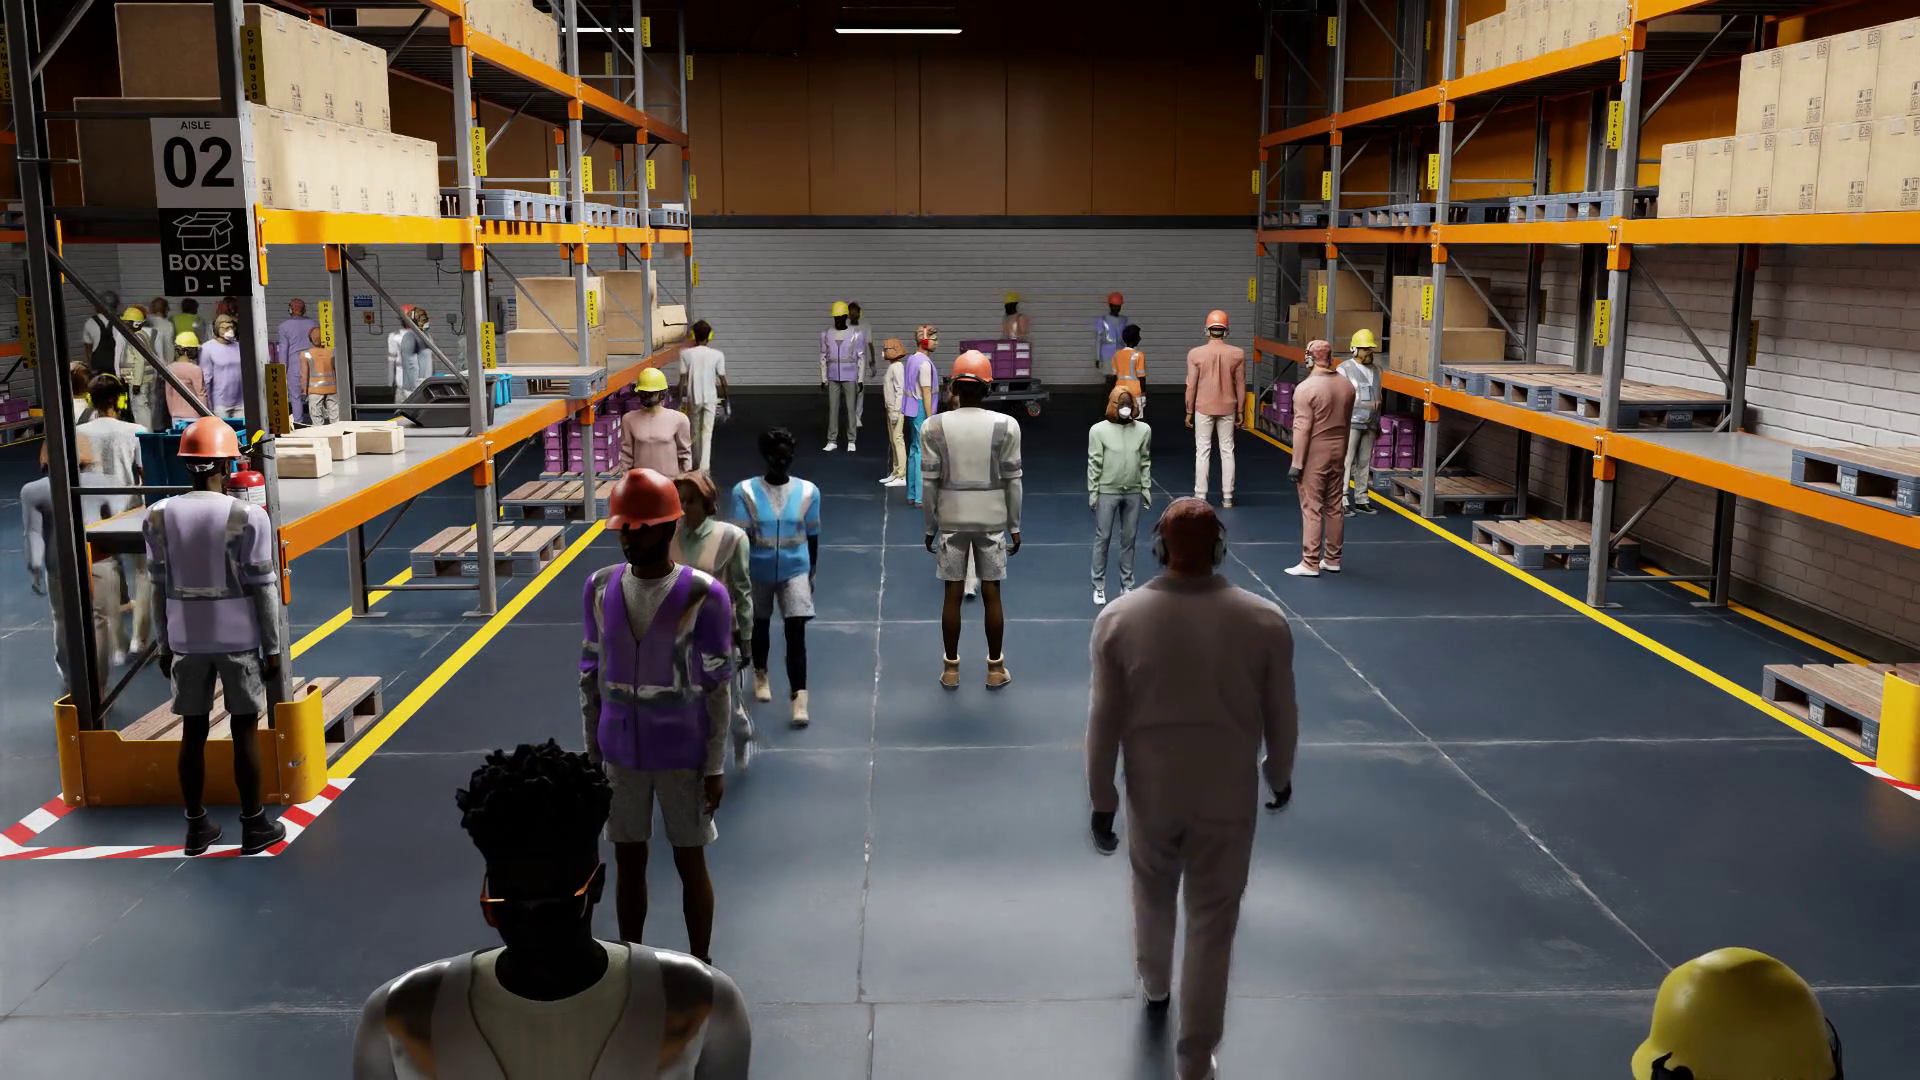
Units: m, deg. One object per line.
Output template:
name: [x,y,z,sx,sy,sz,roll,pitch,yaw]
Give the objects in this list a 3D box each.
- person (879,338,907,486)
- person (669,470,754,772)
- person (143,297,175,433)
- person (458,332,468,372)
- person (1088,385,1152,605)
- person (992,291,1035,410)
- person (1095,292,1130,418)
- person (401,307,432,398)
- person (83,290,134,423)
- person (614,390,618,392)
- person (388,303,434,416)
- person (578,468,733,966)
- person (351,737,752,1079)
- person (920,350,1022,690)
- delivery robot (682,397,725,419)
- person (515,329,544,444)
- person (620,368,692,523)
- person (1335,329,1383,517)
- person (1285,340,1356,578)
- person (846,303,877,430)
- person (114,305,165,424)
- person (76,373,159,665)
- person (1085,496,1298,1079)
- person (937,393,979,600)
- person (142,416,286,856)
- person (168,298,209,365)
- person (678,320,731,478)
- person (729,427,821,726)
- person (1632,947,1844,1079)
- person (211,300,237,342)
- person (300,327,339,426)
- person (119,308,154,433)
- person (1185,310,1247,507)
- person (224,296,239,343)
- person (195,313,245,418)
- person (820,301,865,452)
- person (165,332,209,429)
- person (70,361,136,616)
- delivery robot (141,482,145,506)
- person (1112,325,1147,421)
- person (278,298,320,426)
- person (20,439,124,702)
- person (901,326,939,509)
person: [-0.733,-1.408,18.331,0.279,1.631,0.506,-2,10,-11]
person: [-1.209,0.457,7.949,0.513,1.627,0.594,1,10,8]
person: [-10.964,-2.402,23.093,0.658,1.908,0.773,5,11,24]
person: [-6.400,-2.119,22.042,0.503,1.706,0.718,-2,10,-12]
person: [1.186,-0.335,12.346,0.507,1.631,0.266,-3,11,-17]
person: [0.895,-3.031,26.630,0.825,1.900,0.597,-6,12,-28]
person: [2.345,-2.774,25.117,0.566,1.923,0.498,-4,11,-19]
person: [-6.197,-1.697,19.085,0.372,1.940,0.630,-1,10,-8]
person: [-11.594,-2.431,22.889,0.704,2.000,0.804,-2,10,-9]
person: [-5.507,-2.936,26.316,0.404,1.821,0.589,-1,10,-8]
person: [-6.831,-1.985,20.760,0.575,1.910,0.652,-6,12,-32]
person: [-1.039,0.716,5.647,0.544,1.939,0.355,2,10,12]
person: [-0.609,1.256,2.554,0.605,1.966,0.367,-2,10,-12]
person: [0.069,-0.109,9.948,0.608,2.044,0.370,1,10,4]
delivery robot: [-3.742,-1.961,24.152,0.707,0.478,0.477,8,13,38]
person: [-5.734,-2.203,22.364,0.635,1.793,0.940,-2,10,-13]
person: [-2.247,-0.394,12.314,0.528,1.764,0.328,0,10,2]
person: [3.923,-1.147,16.315,0.595,1.832,0.404,-6,12,-31]
person: [2.865,-0.649,13.363,0.641,1.901,0.401,-8,13,-36]
person: [-1.488,-2.497,23.910,0.520,1.819,0.973,-2,10,-11]
person: [-10.962,-2.214,22.280,0.613,1.841,0.983,-7,12,-32]
person: [-5.356,-0.134,10.607,0.563,1.855,0.456,-2,10,-10]
person: [0.773,0.782,5.481,0.655,1.863,0.967,3,11,14]
person: [-0.010,-0.366,12.646,0.529,1.588,0.914,-1,10,-3]
person: [-3.244,0.426,7.292,0.545,1.932,0.386,0,10,-2]
person: [-11.982,-2.846,25.861,0.689,1.807,0.651,-1,10,-3]
person: [-2.801,-1.494,18.288,0.558,1.813,0.975,0,10,1]
person: [-1.045,0.178,9.424,0.530,1.651,0.873,-2,10,-10]
person: [1.031,1.401,2.308,0.331,1.767,0.527,-6,12,-32]
person: [-10.209,-2.401,23.198,0.479,1.864,0.596,-8,13,-37]
person: [-7.845,-1.795,20.462,0.514,1.642,0.310,-8,13,-39]
person: [-10.634,-2.082,21.508,0.404,1.836,0.600,-4,11,-20]
person: [2.576,-1.314,16.794,0.622,1.994,0.381,-1,10,-3]
person: [-11.222,-2.839,25.719,0.429,1.844,0.627,-2,10,-11]
person: [-7.697,-1.408,17.477,0.375,1.939,0.628,4,11,23]
person: [-1.508,-2.086,21.282,0.589,1.927,0.387,2,10,11]
person: [-7.909,-1.255,17.107,0.533,1.765,0.322,5,11,26]
person: [-6.211,-0.359,11.890,0.508,1.847,0.345,-2,10,-10]
delivery robot: [-7.556,-0.452,15.742,0.707,0.478,0.477,6,12,30]
person: [2.036,-1.727,19.926,0.318,1.697,0.535,-8,13,-39]
person: [-9.099,-2.375,22.950,0.409,1.907,0.651,9,13,40]
person: [-5.198,0.143,9.789,0.515,1.590,0.870,-5,11,-27]
person: [-0.393,-1.234,16.765,0.372,1.843,0.570,-3,11,-15]
